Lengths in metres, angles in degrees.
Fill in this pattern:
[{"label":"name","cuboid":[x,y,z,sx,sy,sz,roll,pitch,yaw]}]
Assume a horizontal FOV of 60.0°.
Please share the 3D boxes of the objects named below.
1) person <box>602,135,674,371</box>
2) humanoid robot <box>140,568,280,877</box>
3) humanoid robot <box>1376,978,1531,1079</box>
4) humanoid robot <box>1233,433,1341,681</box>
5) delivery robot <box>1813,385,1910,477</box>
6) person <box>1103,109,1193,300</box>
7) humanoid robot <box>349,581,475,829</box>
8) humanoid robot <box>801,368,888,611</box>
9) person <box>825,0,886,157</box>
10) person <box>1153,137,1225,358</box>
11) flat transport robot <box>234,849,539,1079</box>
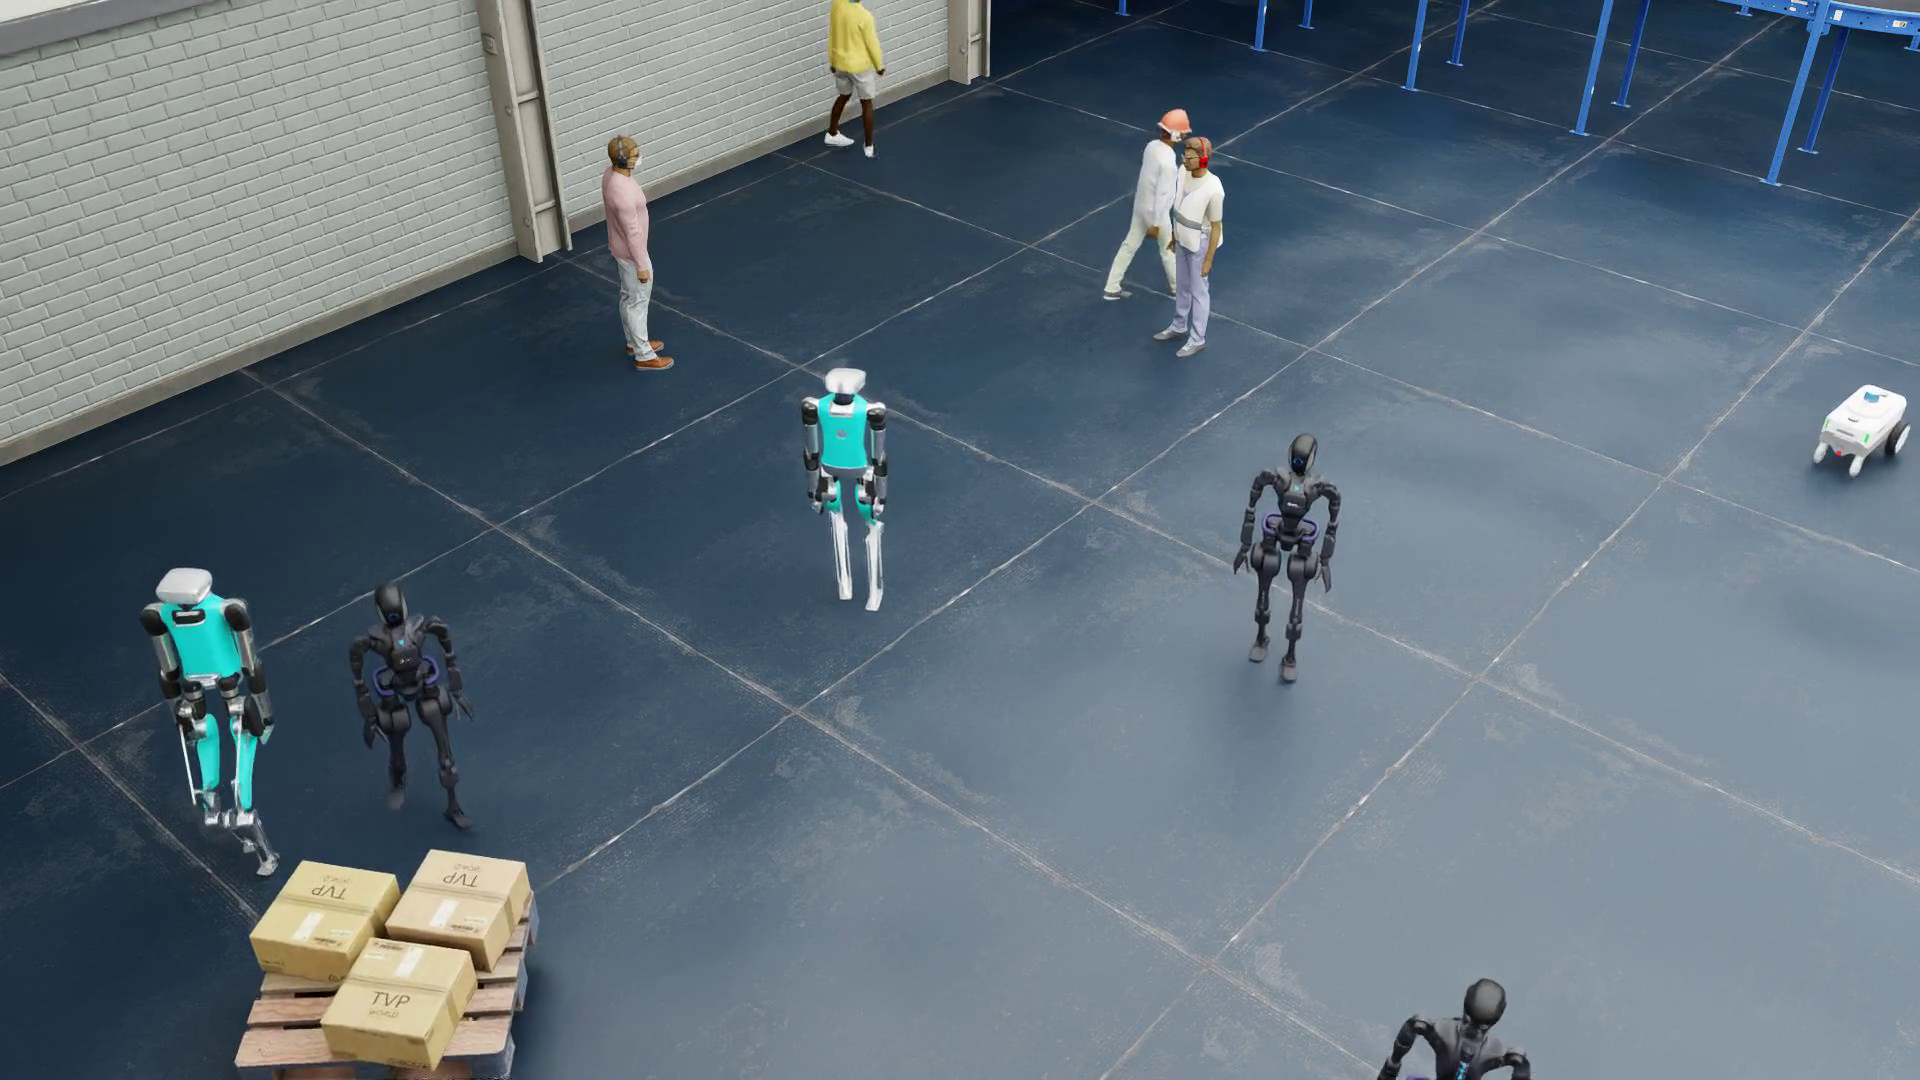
[{"label":"person","cuboid":[-2.577,-2.267,13.134,0.373,1.939,0.628,-13,37,-17]},{"label":"humanoid robot","cuboid":[-3.880,1.062,8.657,0.533,1.799,0.781,-2,36,-3]},{"label":"humanoid robot","cuboid":[1.977,2.377,6.900,0.613,1.626,0.812,13,37,17]},{"label":"humanoid robot","cuboid":[1.967,0.080,10.052,0.608,1.649,0.365,9,37,13]},{"label":"delivery robot","cuboid":[6.691,-0.860,12.334,0.769,0.577,0.499,-29,45,-34]},{"label":"person","cuboid":[1.657,-2.812,14.109,0.870,1.693,0.572,-9,36,-12]},{"label":"humanoid robot","cuboid":[-2.979,0.851,9.021,0.586,1.647,0.526,-18,39,-23]},{"label":"humanoid robot","cuboid":[-0.685,-0.396,10.651,0.541,1.767,0.662,4,36,6]},{"label":"person","cuboid":[-1.096,-4.784,16.742,0.677,1.854,0.469,21,40,26]},{"label":"person","cuboid":[1.883,-2.357,13.337,0.397,1.846,0.563,-15,38,-20]},{"label":"flat transport robot","cuboid":[-2.731,2.303,8.154,0.659,0.231,1.431,-2,36,-3]}]
